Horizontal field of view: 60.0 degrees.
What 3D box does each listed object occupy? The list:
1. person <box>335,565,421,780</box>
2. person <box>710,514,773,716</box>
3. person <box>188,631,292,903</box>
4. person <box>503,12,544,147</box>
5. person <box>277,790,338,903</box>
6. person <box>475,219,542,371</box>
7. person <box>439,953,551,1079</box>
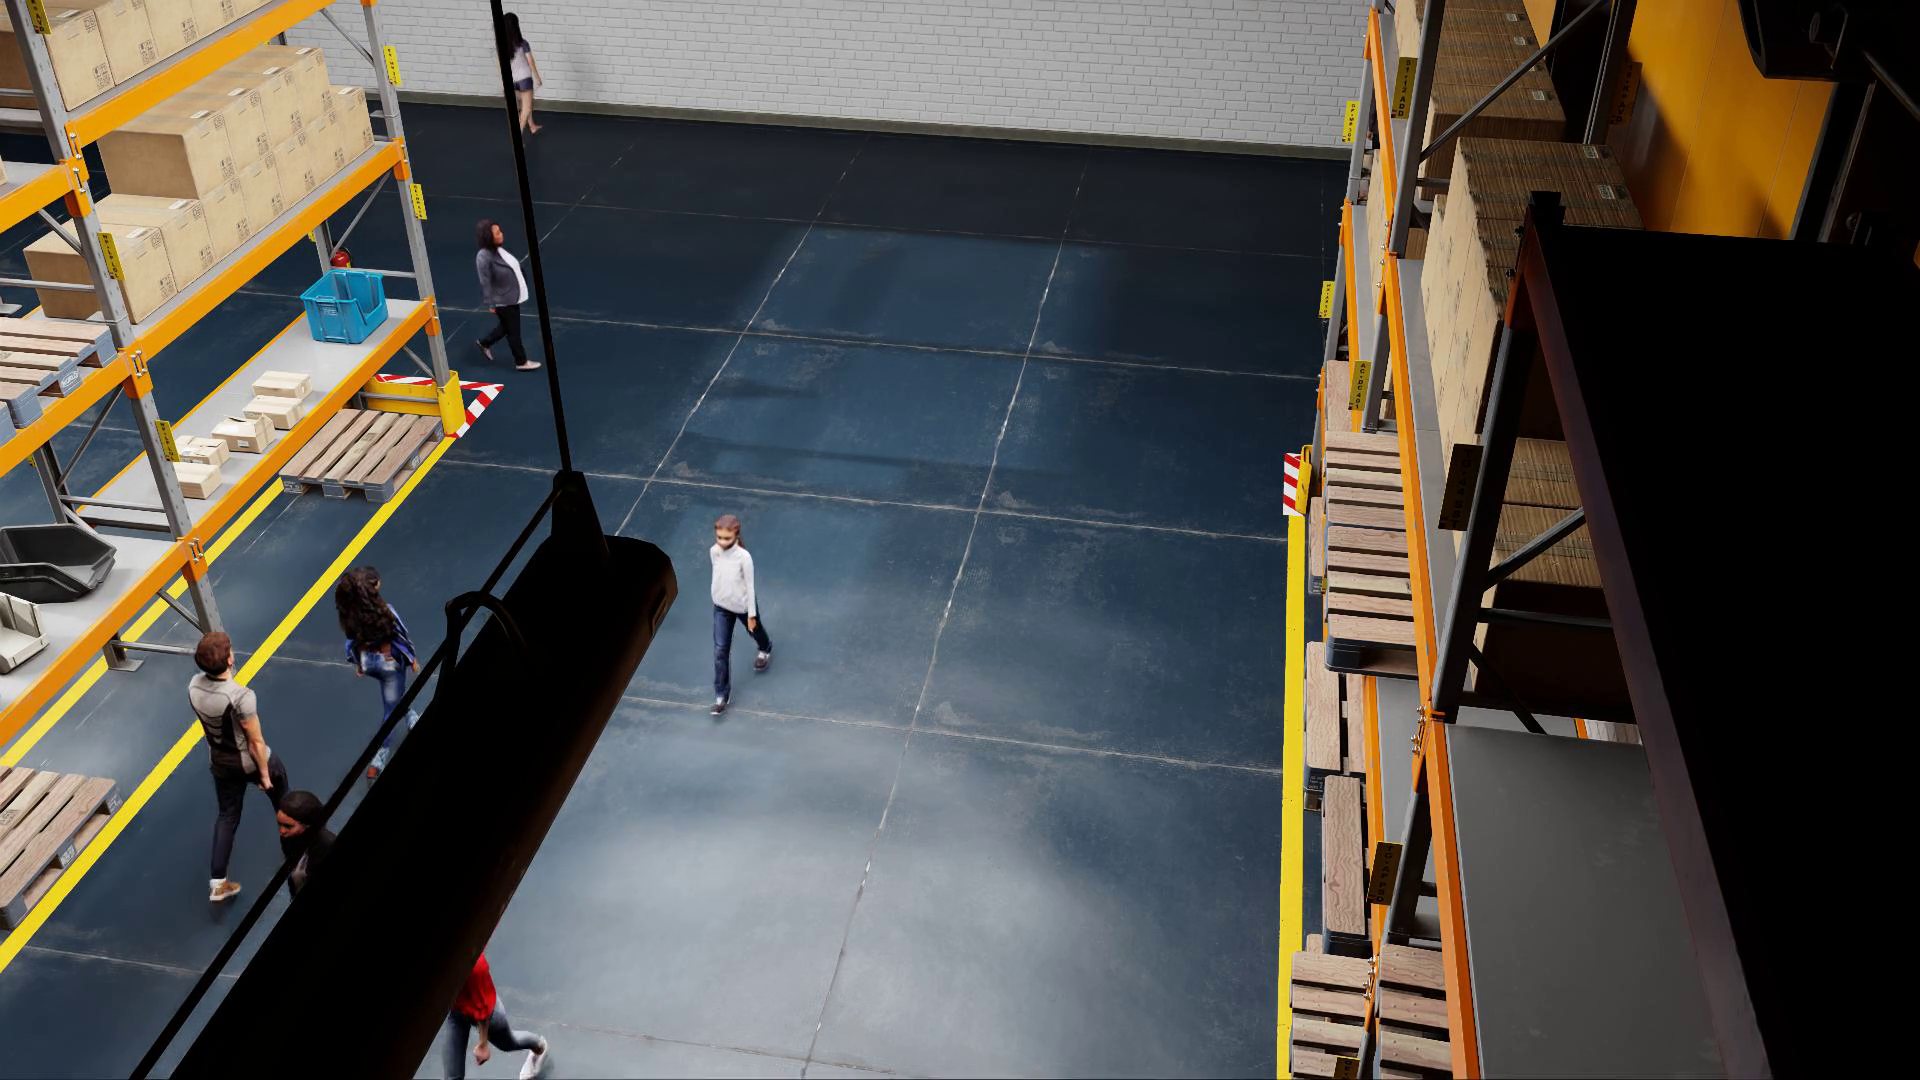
[{"bbox_3d":[-3.970,0.910,11.376,0.663,1.586,1.028,8,34,12],"label":"person"},{"bbox_3d":[-1.592,0.440,12.151,0.647,1.512,1.152,11,35,16],"label":"person"},{"bbox_3d":[-4.540,1.426,10.353,0.716,1.860,1.231,8,34,11],"label":"person"},{"bbox_3d":[-5.739,-5.967,21.645,0.773,1.673,1.125,13,36,19],"label":"person"},{"bbox_3d":[-3.589,2.058,9.578,0.671,1.665,0.808,11,35,16],"label":"person"},{"bbox_3d":[-4.563,-2.393,16.352,0.815,1.580,0.881,0,34,1],"label":"person"},{"bbox_3d":[-2.544,2.500,8.915,0.847,1.664,1.193,17,37,23],"label":"person"}]
